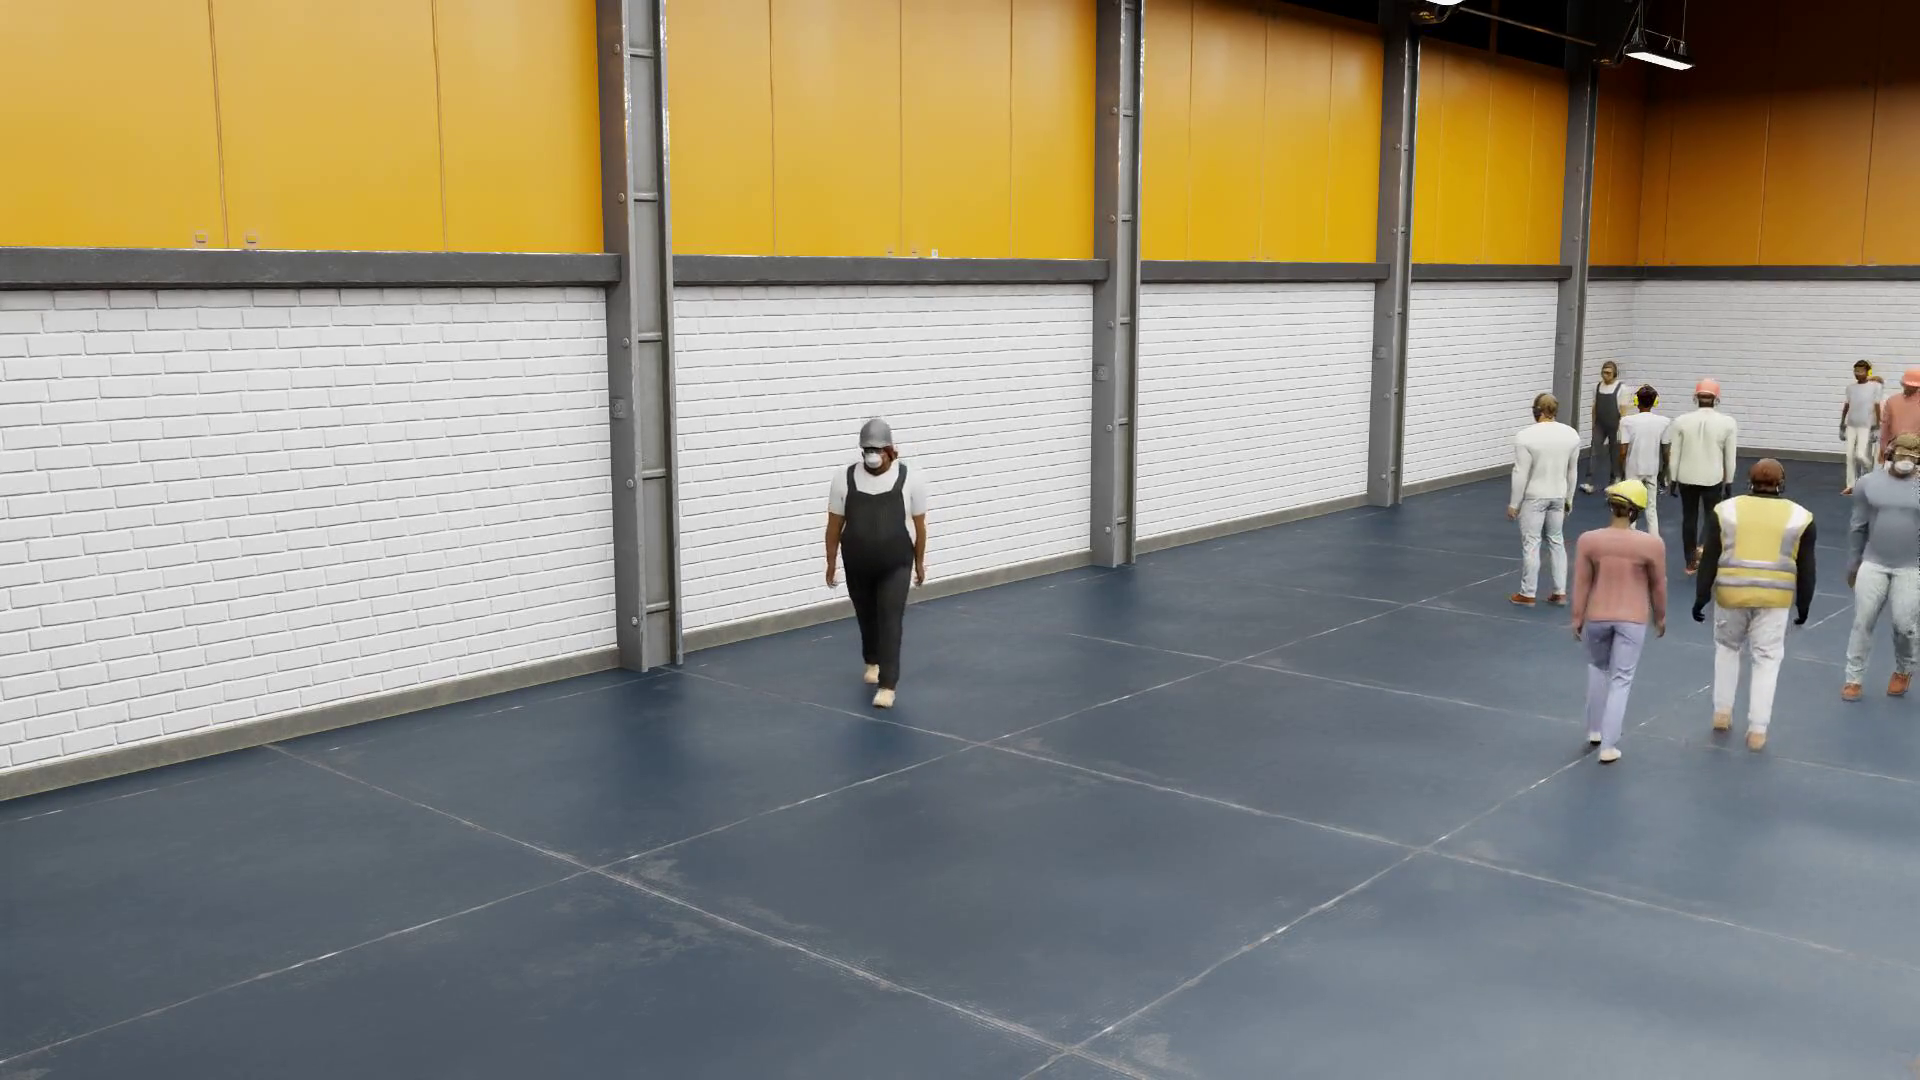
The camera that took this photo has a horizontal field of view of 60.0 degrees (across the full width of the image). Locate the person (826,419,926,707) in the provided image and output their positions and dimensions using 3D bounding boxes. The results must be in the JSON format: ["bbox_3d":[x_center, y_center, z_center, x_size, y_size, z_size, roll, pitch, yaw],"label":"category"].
[{"bbox_3d":[-0.596,0.089,11.800,0.695,2.000,1.043,1,9,7],"label":"person"}]

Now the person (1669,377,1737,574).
[{"bbox_3d":[7.313,-0.611,16.416,0.618,1.973,0.596,5,10,30],"label":"person"}]

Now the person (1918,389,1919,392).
[{"bbox_3d":[12.863,-1.499,22.108,0.547,1.932,0.388,-1,9,-5],"label":"person"}]

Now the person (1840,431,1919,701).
[{"bbox_3d":[6.496,0.189,11.560,0.639,1.913,0.570,7,12,38],"label":"person"}]

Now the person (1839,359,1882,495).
[{"bbox_3d":[12.132,-1.512,22.432,0.445,1.849,0.555,-6,11,-34],"label":"person"}]

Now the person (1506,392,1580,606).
[{"bbox_3d":[5.226,-0.353,14.930,0.663,1.935,0.451,-2,9,-14],"label":"person"}]

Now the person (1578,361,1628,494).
[{"bbox_3d":[8.746,-1.511,22.569,0.922,1.800,0.532,-9,13,-44],"label":"person"}]

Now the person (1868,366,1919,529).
[{"bbox_3d":[10.909,-1.034,19.143,0.605,1.949,0.687,-6,11,-31],"label":"person"}]

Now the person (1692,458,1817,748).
[{"bbox_3d":[5.098,0.383,10.677,0.690,1.813,0.727,4,10,25],"label":"person"}]

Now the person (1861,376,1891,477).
[{"bbox_3d":[12.687,-1.484,23.108,0.537,1.574,0.824,5,10,30],"label":"person"}]

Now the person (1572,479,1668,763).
[{"bbox_3d":[4.094,0.486,10.297,0.516,1.731,0.712,7,11,37],"label":"person"}]

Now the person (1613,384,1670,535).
[{"bbox_3d":[6.966,-0.654,17.006,0.532,1.868,0.310,1,9,5],"label":"person"}]
